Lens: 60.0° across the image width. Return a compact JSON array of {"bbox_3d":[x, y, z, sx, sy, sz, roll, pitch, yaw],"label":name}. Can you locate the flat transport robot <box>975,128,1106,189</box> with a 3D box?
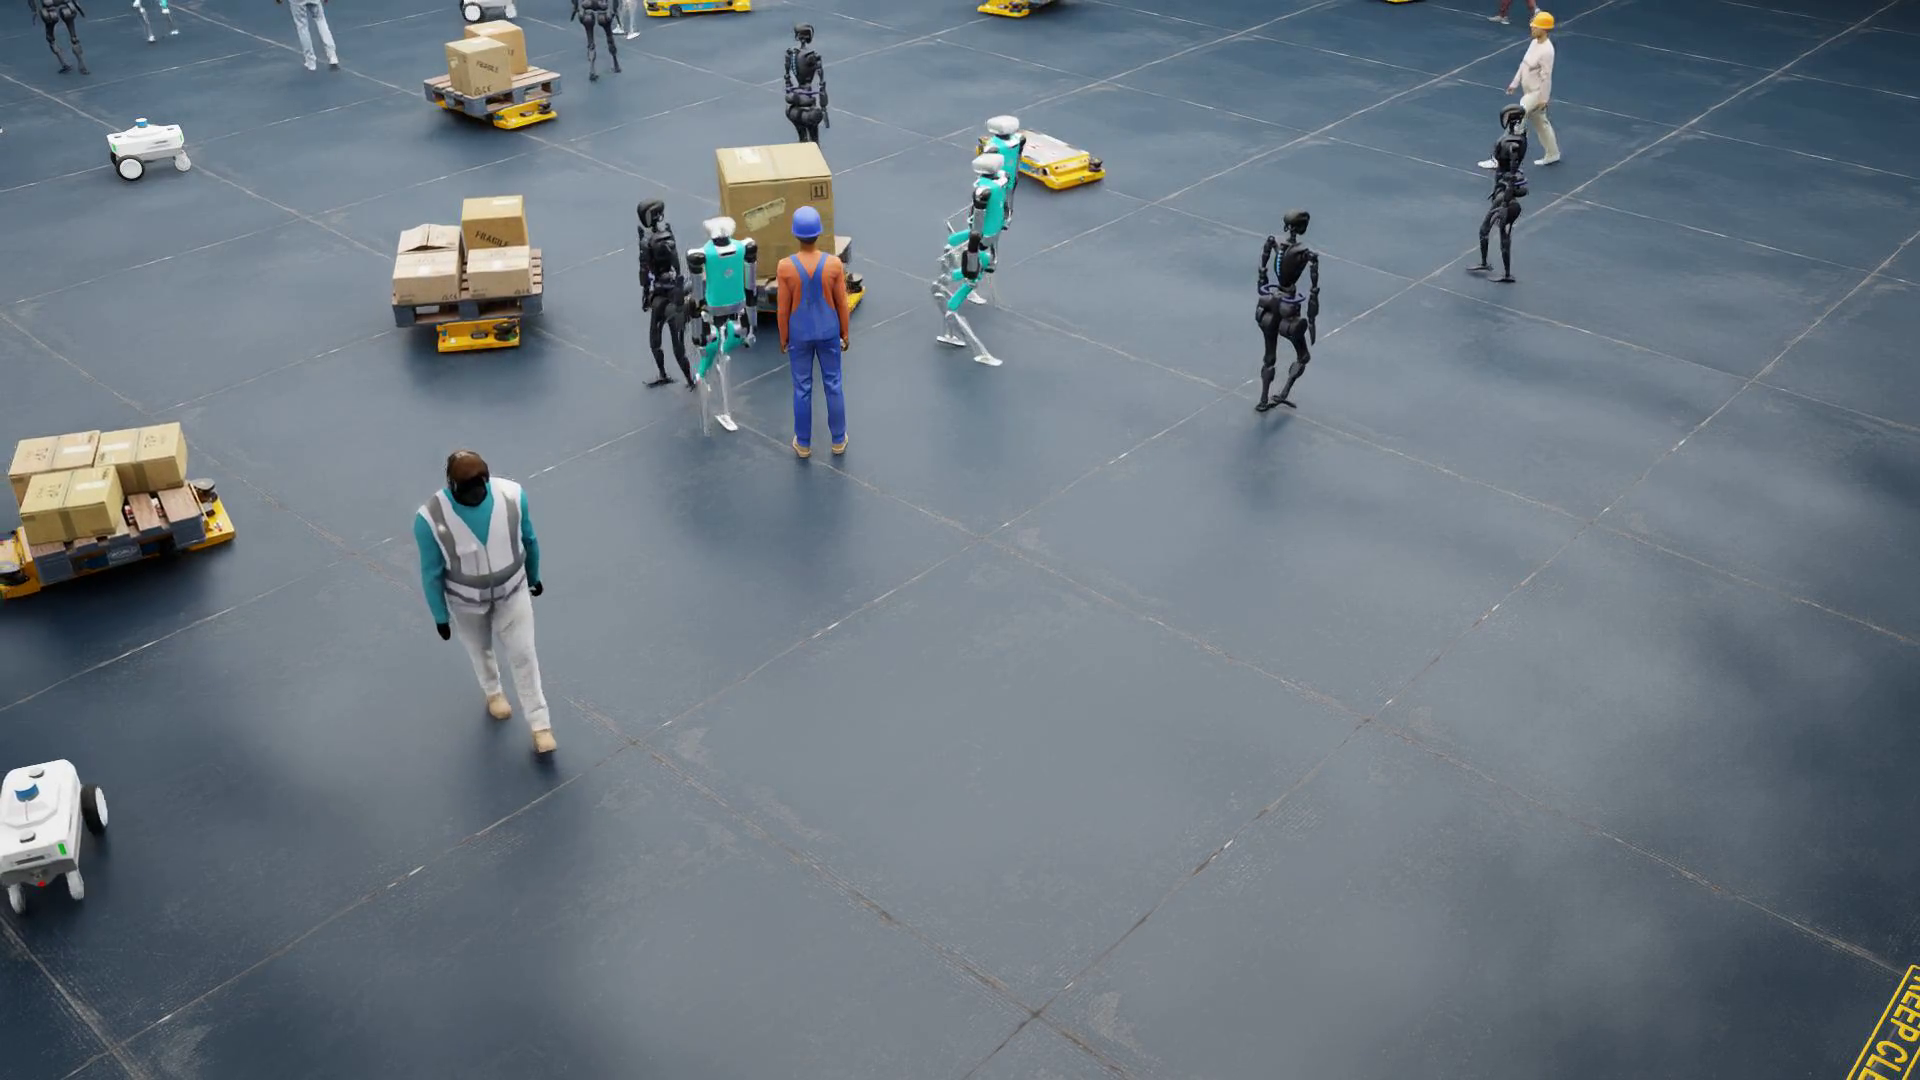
[{"bbox_3d":[0.842,-4.071,17.710,0.659,0.231,1.431,-21,38,-30],"label":"flat transport robot"}]

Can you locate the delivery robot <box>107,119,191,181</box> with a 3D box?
[{"bbox_3d":[-8.586,-4.138,17.544,0.774,0.592,0.499,-17,36,-25],"label":"delivery robot"}]

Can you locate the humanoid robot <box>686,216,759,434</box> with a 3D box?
[{"bbox_3d":[-1.807,-1.572,12.363,0.531,1.860,0.700,-16,35,-24],"label":"humanoid robot"}]

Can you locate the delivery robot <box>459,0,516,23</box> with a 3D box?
[{"bbox_3d":[-6.542,-7.443,22.885,0.801,0.612,0.499,-11,33,-17],"label":"delivery robot"}]

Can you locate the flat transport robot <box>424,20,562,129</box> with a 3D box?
[{"bbox_3d":[-5.394,-5.057,19.297,1.431,0.231,0.659,26,40,35],"label":"flat transport robot"}]

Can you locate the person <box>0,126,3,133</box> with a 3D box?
[{"bbox_3d":[-11.022,-5.385,18.219,0.363,1.961,0.611,14,35,22],"label":"person"}]

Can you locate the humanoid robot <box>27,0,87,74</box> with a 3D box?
[{"bbox_3d":[-11.086,-6.546,20.366,0.612,1.646,0.443,-27,41,-37],"label":"humanoid robot"}]

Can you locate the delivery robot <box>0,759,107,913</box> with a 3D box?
[{"bbox_3d":[-4.703,1.468,8.513,0.499,0.587,0.782,-11,34,-18],"label":"delivery robot"}]

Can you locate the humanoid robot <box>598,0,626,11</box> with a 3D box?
[{"bbox_3d":[-4.847,-8.139,22.954,0.809,1.848,0.544,26,40,35],"label":"humanoid robot"}]

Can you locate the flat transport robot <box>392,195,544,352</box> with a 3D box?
[{"bbox_3d":[-4.201,-2.012,14.394,0.659,0.231,1.431,-6,32,-10],"label":"flat transport robot"}]

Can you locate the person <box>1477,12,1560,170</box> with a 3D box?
[{"bbox_3d":[6.011,-4.690,17.393,0.897,1.648,0.459,2,32,3],"label":"person"}]

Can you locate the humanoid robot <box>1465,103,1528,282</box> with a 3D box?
[{"bbox_3d":[4.857,-3.070,14.772,0.436,1.645,0.591,3,32,4],"label":"humanoid robot"}]

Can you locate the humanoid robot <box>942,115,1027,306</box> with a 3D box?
[{"bbox_3d":[0.159,-2.785,14.287,0.739,1.806,0.531,21,37,30],"label":"humanoid robot"}]

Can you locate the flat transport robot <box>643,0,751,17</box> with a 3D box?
[{"bbox_3d":[-3.694,-7.546,23.305,1.431,0.231,0.659,-8,33,-12],"label":"flat transport robot"}]

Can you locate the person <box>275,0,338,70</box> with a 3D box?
[{"bbox_3d":[-8.097,-6.749,20.474,0.602,1.904,0.480,-25,40,-34],"label":"person"}]

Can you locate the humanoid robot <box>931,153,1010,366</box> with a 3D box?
[{"bbox_3d":[-0.015,-2.286,13.465,0.868,1.777,0.536,13,34,20],"label":"humanoid robot"}]

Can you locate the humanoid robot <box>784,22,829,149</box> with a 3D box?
[{"bbox_3d":[-1.590,-4.427,16.963,0.584,1.648,0.372,22,38,31],"label":"humanoid robot"}]

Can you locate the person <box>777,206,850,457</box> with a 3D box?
[{"bbox_3d":[-1.052,-1.490,11.998,0.515,1.912,0.362,-5,32,-8],"label":"person"}]

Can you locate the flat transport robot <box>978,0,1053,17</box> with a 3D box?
[{"bbox_3d":[0.901,-7.648,23.469,0.659,0.231,1.431,18,36,26],"label":"flat transport robot"}]

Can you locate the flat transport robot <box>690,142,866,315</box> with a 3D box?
[{"bbox_3d":[-1.607,-2.204,14.704,1.431,0.231,0.659,7,32,11],"label":"flat transport robot"}]

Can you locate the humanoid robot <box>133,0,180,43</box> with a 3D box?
[{"bbox_3d":[-10.574,-7.353,21.645,0.560,1.787,0.870,-5,32,-9],"label":"humanoid robot"}]

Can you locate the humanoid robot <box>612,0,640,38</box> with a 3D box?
[{"bbox_3d":[-4.530,-7.509,21.870,0.843,1.784,0.614,-12,34,-19],"label":"humanoid robot"}]

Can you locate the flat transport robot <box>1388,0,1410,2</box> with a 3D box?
[{"bbox_3d":[6.173,-8.081,24.166,0.659,0.231,1.431,-14,35,-22],"label":"flat transport robot"}]

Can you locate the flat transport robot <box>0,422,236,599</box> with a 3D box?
[{"bbox_3d":[-5.706,-0.029,11.200,1.431,0.231,0.659,-18,36,-27],"label":"flat transport robot"}]

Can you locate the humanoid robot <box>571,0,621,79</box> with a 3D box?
[{"bbox_3d":[-4.460,-6.488,20.306,0.614,1.642,0.582,-2,32,-3],"label":"humanoid robot"}]

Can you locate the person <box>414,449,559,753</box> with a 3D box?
[{"bbox_3d":[-2.574,0.351,9.133,0.657,1.800,0.916,-14,35,-22],"label":"person"}]

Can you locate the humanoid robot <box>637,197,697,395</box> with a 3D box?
[{"bbox_3d":[-2.258,-1.884,12.871,0.407,1.643,0.598,-26,40,-35],"label":"humanoid robot"}]

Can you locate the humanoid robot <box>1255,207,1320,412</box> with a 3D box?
[{"bbox_3d":[2.462,-1.750,12.638,0.347,1.653,0.589,-26,40,-36],"label":"humanoid robot"}]

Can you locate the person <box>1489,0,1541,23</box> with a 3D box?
[{"bbox_3d":[7.551,-7.831,22.337,0.563,1.782,0.642,-24,39,-33],"label":"person"}]
